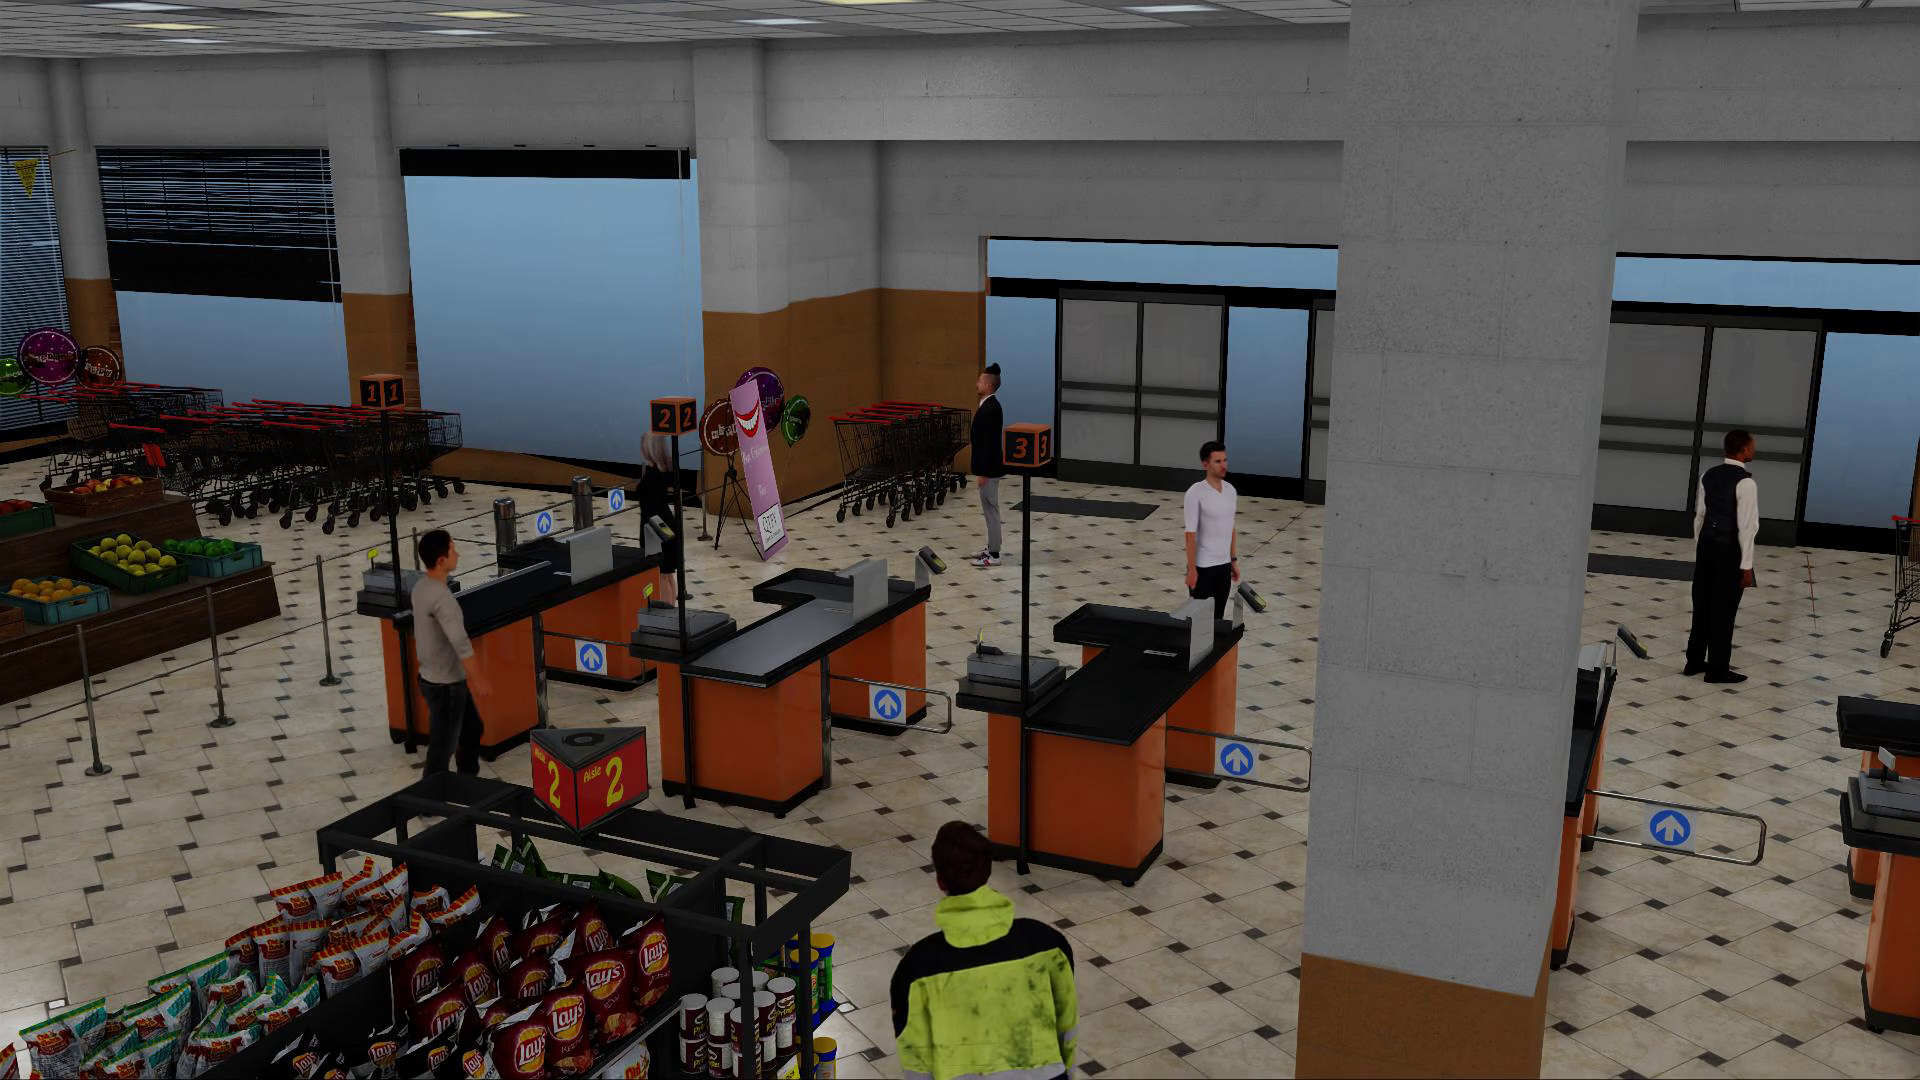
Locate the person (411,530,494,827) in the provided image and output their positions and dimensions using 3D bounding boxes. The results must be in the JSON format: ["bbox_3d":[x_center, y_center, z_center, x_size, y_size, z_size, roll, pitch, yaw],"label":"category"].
[{"bbox_3d":[-3.126,0.844,9.808,0.917,1.798,0.854,-7,15,-27],"label":"person"}]

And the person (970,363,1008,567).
[{"bbox_3d":[0.284,-0.733,15.984,0.848,1.950,0.691,0,14,2],"label":"person"}]

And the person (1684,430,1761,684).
[{"bbox_3d":[5.761,0.112,12.572,0.834,1.916,0.768,-5,14,-18],"label":"person"}]

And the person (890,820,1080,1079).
[{"bbox_3d":[0.132,1.886,5.223,1.144,1.933,1.316,0,14,-2],"label":"person"}]

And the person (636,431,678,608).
[{"bbox_3d":[-2.459,-0.034,13.537,0.745,1.746,0.630,1,14,2],"label":"person"}]

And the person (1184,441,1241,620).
[{"bbox_3d":[1.868,0.171,12.469,0.680,1.851,0.812,-10,17,-35],"label":"person"}]
